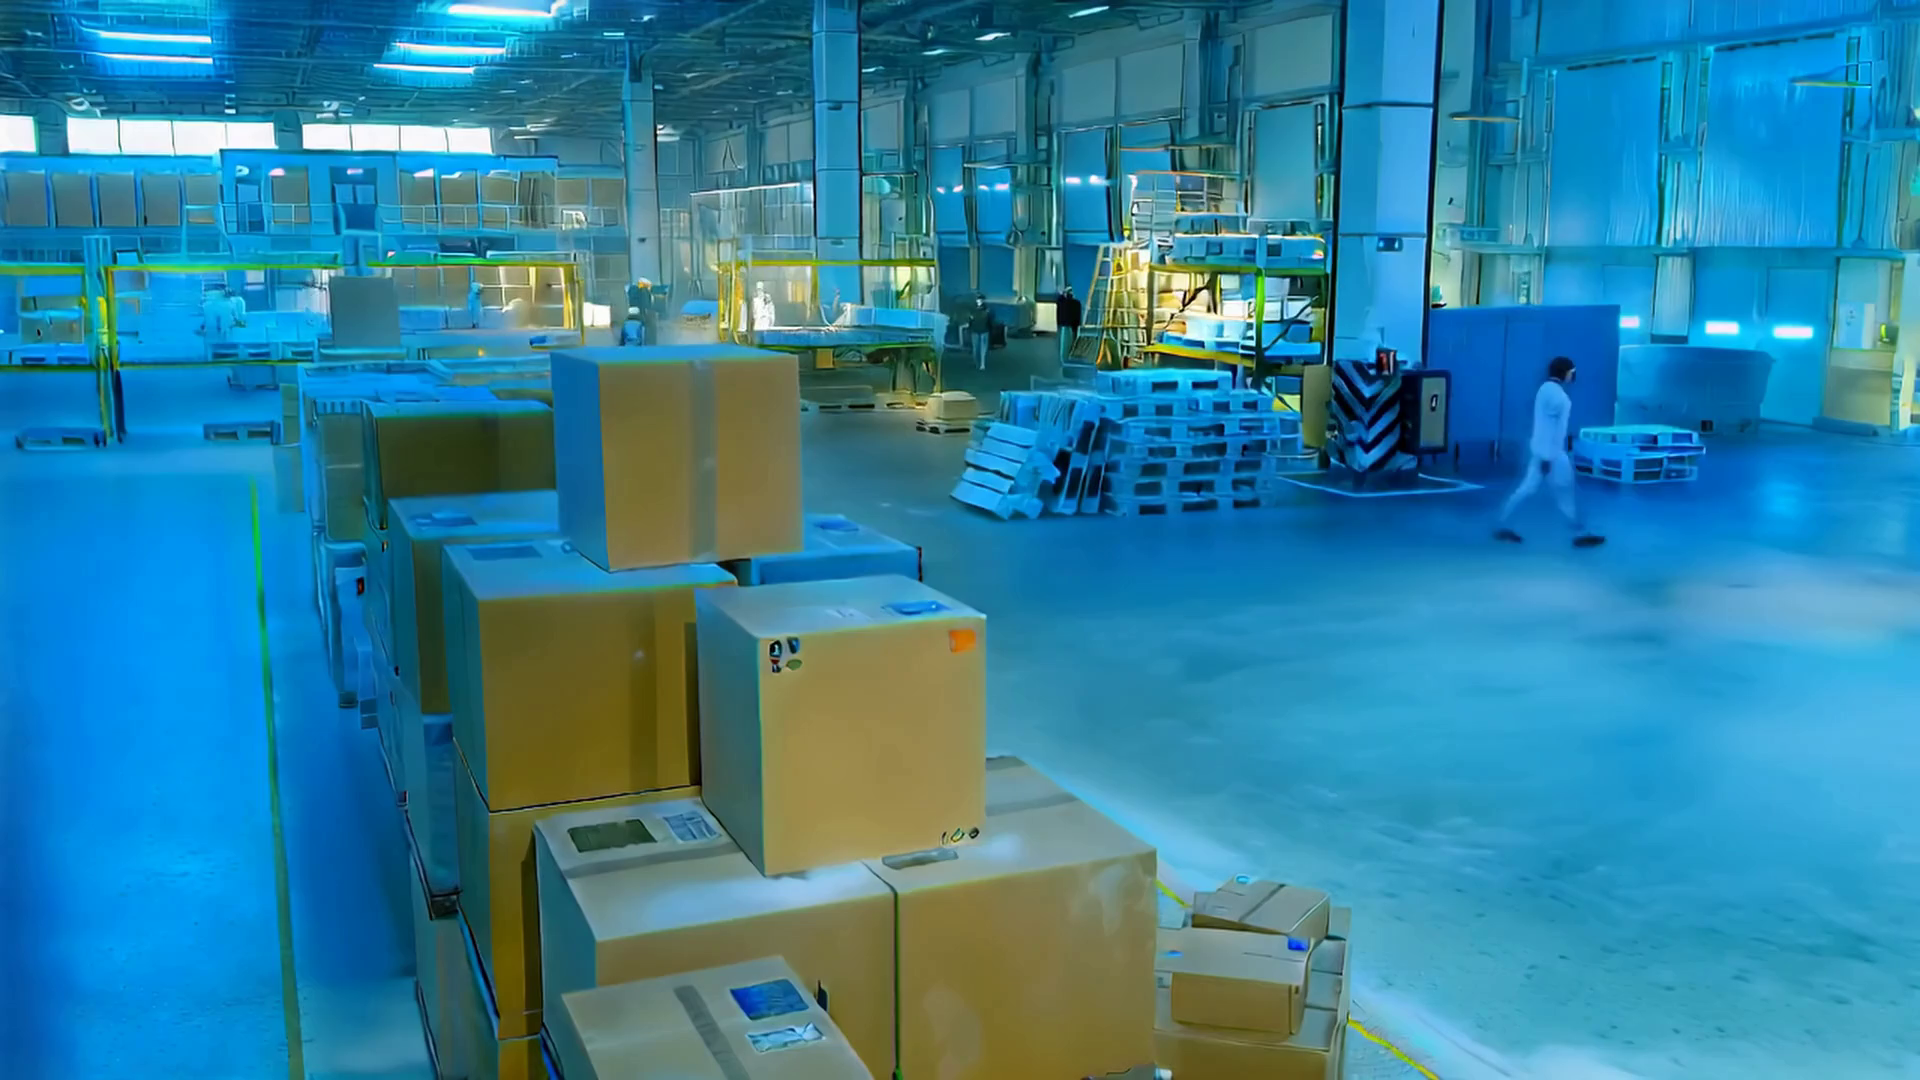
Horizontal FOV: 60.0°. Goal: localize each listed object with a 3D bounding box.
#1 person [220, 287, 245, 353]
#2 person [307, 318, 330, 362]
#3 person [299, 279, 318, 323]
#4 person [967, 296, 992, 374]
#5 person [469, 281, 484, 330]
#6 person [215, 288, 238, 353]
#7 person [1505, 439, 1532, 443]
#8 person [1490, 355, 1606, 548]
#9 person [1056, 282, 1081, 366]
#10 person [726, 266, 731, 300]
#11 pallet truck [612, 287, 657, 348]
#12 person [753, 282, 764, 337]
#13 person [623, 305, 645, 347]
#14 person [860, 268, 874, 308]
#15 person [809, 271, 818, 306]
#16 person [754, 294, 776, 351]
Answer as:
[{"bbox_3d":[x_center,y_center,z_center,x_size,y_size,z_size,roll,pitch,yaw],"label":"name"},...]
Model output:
[{"bbox_3d":[-18.103,-5.403,41.446,0.638,1.814,0.879,-9,14,-42],"label":"person"},{"bbox_3d":[-9.254,-2.315,24.297,0.506,1.847,0.350,-8,13,-36],"label":"person"},{"bbox_3d":[-19.068,-6.723,48.636,0.440,1.829,0.651,4,11,21],"label":"person"},{"bbox_3d":[0.433,-4.567,37.059,0.541,1.710,0.923,1,10,3],"label":"person"},{"bbox_3d":[-12.046,-5.483,41.525,0.379,1.933,0.632,0,10,-1],"label":"person"},{"bbox_3d":[-17.139,-4.960,38.893,0.527,1.842,0.708,-1,10,-7],"label":"person"},{"bbox_3d":[8.308,-2.328,24.301,0.645,1.865,0.606,6,12,32],"label":"person"},{"bbox_3d":[5.743,-0.864,16.219,1.062,1.887,0.645,1,10,7],"label":"person"},{"bbox_3d":[2.569,-5.096,39.255,0.608,1.987,0.402,-3,11,-14],"label":"person"},{"bbox_3d":[-8.846,-9.629,64.373,0.366,1.931,0.542,1,10,7],"label":"person"},{"bbox_3d":[-6.464,-4.406,35.401,0.823,1.965,1.885,6,12,32],"label":"pallet truck"},{"bbox_3d":[-5.142,-5.578,42.184,0.589,1.878,0.973,6,12,31],"label":"person"},{"bbox_3d":[-6.252,-3.667,32.079,0.500,1.720,0.593,3,11,18],"label":"person"},{"bbox_3d":[-3.458,-8.977,60.734,0.644,1.947,0.786,1,10,8],"label":"person"},{"bbox_3d":[-4.800,-8.150,56.215,0.629,1.927,0.501,4,11,21],"label":"person"},{"bbox_3d":[-4.740,-5.156,40.454,0.537,1.673,0.785,-3,11,-16],"label":"person"}]
